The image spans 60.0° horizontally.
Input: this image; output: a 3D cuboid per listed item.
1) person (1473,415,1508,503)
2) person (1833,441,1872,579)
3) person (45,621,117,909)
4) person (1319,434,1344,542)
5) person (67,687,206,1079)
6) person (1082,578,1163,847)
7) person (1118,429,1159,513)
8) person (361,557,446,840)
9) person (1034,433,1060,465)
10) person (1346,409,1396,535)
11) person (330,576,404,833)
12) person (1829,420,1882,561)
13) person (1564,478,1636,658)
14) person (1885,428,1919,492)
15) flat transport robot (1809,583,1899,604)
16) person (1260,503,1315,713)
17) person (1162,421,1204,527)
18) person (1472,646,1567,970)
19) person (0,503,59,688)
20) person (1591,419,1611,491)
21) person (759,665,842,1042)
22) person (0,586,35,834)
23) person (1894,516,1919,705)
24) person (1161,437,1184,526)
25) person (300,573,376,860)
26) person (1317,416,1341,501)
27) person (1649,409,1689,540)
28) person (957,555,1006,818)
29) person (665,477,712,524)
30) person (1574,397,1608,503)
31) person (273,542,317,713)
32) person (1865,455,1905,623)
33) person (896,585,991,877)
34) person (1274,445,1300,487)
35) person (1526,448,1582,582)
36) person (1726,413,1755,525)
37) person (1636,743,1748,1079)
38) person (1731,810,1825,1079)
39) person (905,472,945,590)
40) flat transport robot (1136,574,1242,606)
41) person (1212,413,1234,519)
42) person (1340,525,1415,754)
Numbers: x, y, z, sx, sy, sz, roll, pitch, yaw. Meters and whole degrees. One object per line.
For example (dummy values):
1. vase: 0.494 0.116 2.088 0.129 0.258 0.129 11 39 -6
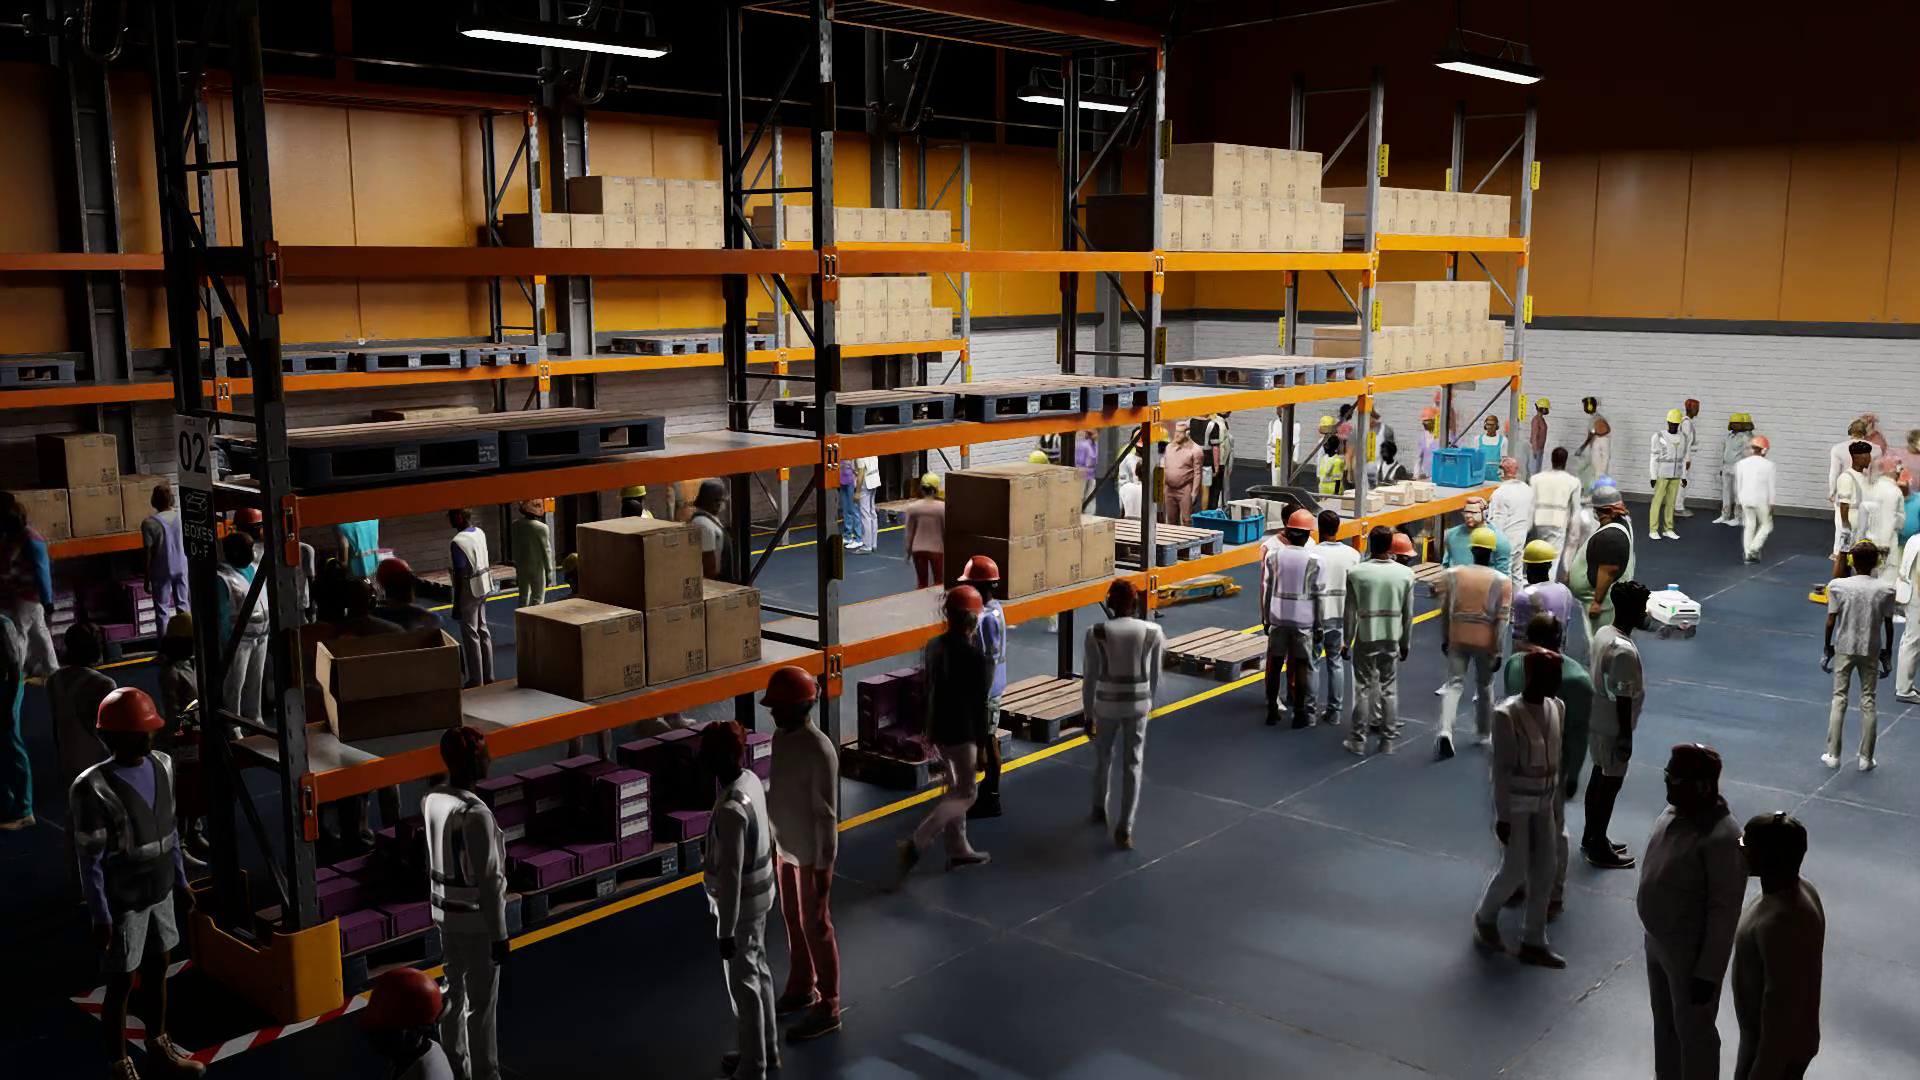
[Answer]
1. person: 7.718 -0.909 24.292 0.506 1.847 0.343 4 10 22
2. person: 10.576 -0.199 19.694 0.606 1.966 0.367 -9 13 -43
3. person: -5.440 1.420 10.410 0.502 1.839 0.343 3 10 18
4. person: 5.161 -0.634 23.127 0.320 1.692 0.533 -2 10 -11
5. person: -3.972 1.709 8.074 0.377 2.045 0.605 3 10 16
6. person: 1.139 1.177 11.833 0.566 1.841 0.921 0 10 1
7. person: 2.312 -0.472 21.440 0.542 1.930 0.367 -2 10 -12
8. person: -3.930 1.128 11.719 0.669 1.998 0.878 3 10 18
9. person: 1.495 -1.315 27.388 0.526 1.614 0.658 3 10 19
10. person: 6.096 -1.074 24.700 0.753 2.000 0.585 3 10 19
11. person: -4.076 1.204 11.398 0.635 1.937 0.353 -2 10 -9
12. person: 12.107 -0.663 22.548 0.632 1.940 0.372 2 10 14
13. person: 6.473 0.328 16.728 0.643 1.897 0.969 0 10 0
14. person: 12.440 -0.548 21.983 0.631 1.904 0.859 1 10 5
15. flat transport robot: 10.834 0.683 19.483 0.652 0.197 1.431 -7 12 -36
16. person: 2.964 0.604 15.087 0.598 1.908 0.403 -6 11 -30
17. person: 2.991 -0.669 22.668 0.643 1.913 0.410 8 13 41
18. person: 3.266 1.533 9.647 0.635 1.864 0.602 -5 11 -30
19. person: -8.932 0.554 15.676 0.641 1.808 0.839 9 13 43
20. person: 9.916 -1.058 25.813 0.268 1.632 0.509 1 10 6
21. person: -0.848 1.626 8.752 0.405 1.985 0.618 -6 11 -30
22. person: -6.891 1.174 11.891 0.519 1.844 0.345 7 12 35
23. person: 8.838 0.594 15.356 0.394 1.836 0.561 4 10 23
24. person: 3.054 -0.652 23.389 0.500 1.634 0.286 2 10 14
25. person: -4.283 1.197 11.359 0.611 1.964 0.364 5 11 25
26. person: 5.586 -1.025 25.325 0.483 1.738 0.319 -8 12 -38
27. person: 10.396 -0.960 24.367 0.590 1.923 0.383 -2 10 -11
28. person: 0.158 1.070 12.204 0.360 1.938 0.545 0 10 -2
29. person: -3.263 -0.237 20.050 0.589 1.924 0.384 -4 10 -25
30. person: 10.606 -1.481 27.801 0.741 1.812 0.515 8 12 39
31. person: -6.031 0.647 14.980 0.508 1.859 0.326 1 10 8
32. person: 10.486 -0.032 18.941 0.525 1.885 0.668 2 10 12
33. person: -0.107 1.279 10.909 0.736 1.960 0.670 -7 12 -34
34. person: 4.287 -0.475 21.959 0.340 1.762 0.525 8 12 40
35. person: 7.098 -0.170 19.866 0.596 1.852 1.046 7 12 34
36. person: 12.122 -1.105 25.791 0.325 1.737 0.488 8 12 40
37. person: 3.296 1.855 7.612 0.407 1.908 0.641 0 10 -1
38. person: 3.203 2.011 6.583 0.355 1.938 0.634 5 11 29
39. person: -0.357 0.121 18.420 0.544 1.749 0.475 2 10 14
40. flat transport robot: 2.692 0.568 20.165 1.431 0.197 0.652 -7 12 -38
41. person: 4.020 -1.120 25.874 0.485 1.739 0.314 9 13 42
42. person: 3.449 0.832 13.738 0.596 1.909 0.400 -1 10 -6
